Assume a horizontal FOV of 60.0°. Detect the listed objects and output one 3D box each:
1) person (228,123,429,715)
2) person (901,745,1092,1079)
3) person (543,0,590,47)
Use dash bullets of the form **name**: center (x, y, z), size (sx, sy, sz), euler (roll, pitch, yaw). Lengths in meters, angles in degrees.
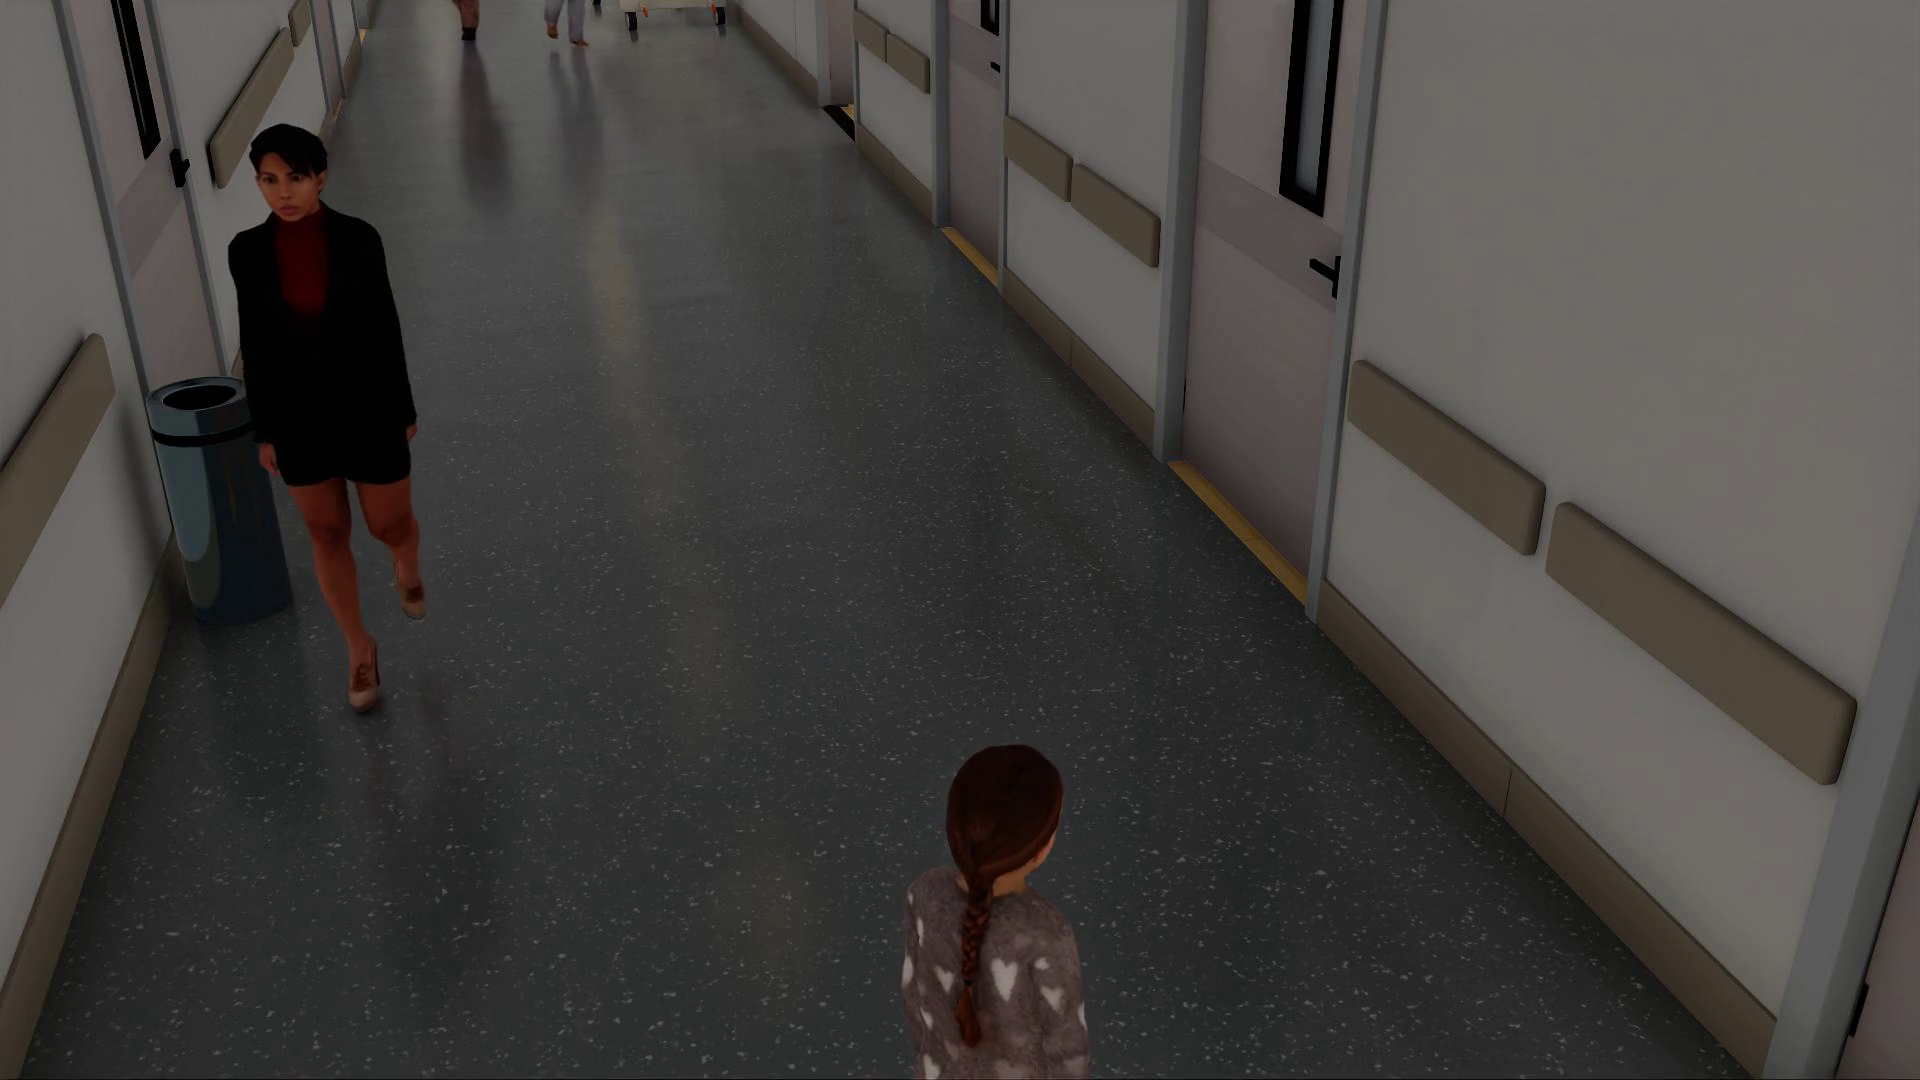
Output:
- **person**: center (-1.689, -0.320, 4.523), size (0.666, 1.632, 0.638), euler (-5, 26, -11)
- **person**: center (0.051, 0.848, 2.610), size (0.559, 1.190, 0.610), euler (17, 30, 31)
- **person**: center (-3.534, -5.274, 14.688), size (0.793, 1.726, 0.832), euler (-18, 31, -32)
